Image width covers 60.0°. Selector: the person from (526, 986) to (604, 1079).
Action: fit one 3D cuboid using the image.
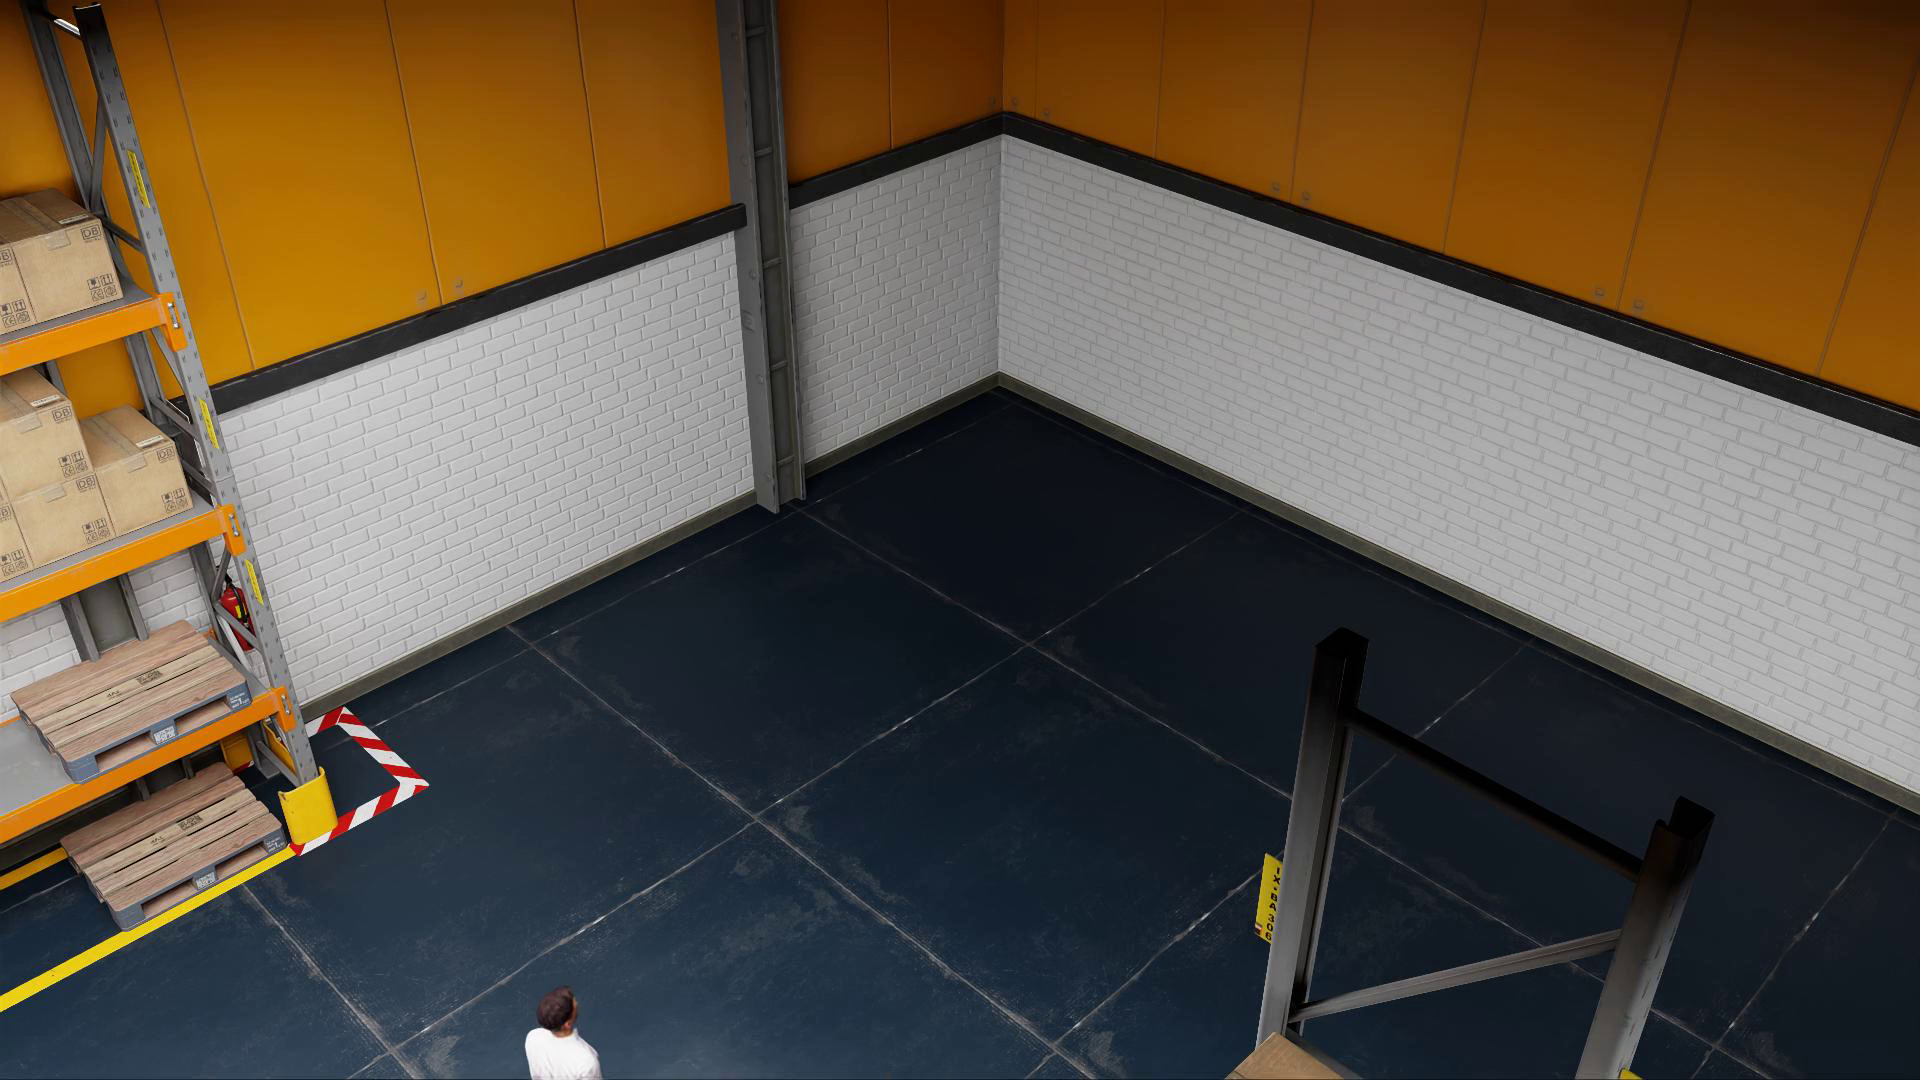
[{"bbox_3d":[-2.102,3.139,9.078,0.677,1.867,0.670,17,37,24],"label":"person"}]
